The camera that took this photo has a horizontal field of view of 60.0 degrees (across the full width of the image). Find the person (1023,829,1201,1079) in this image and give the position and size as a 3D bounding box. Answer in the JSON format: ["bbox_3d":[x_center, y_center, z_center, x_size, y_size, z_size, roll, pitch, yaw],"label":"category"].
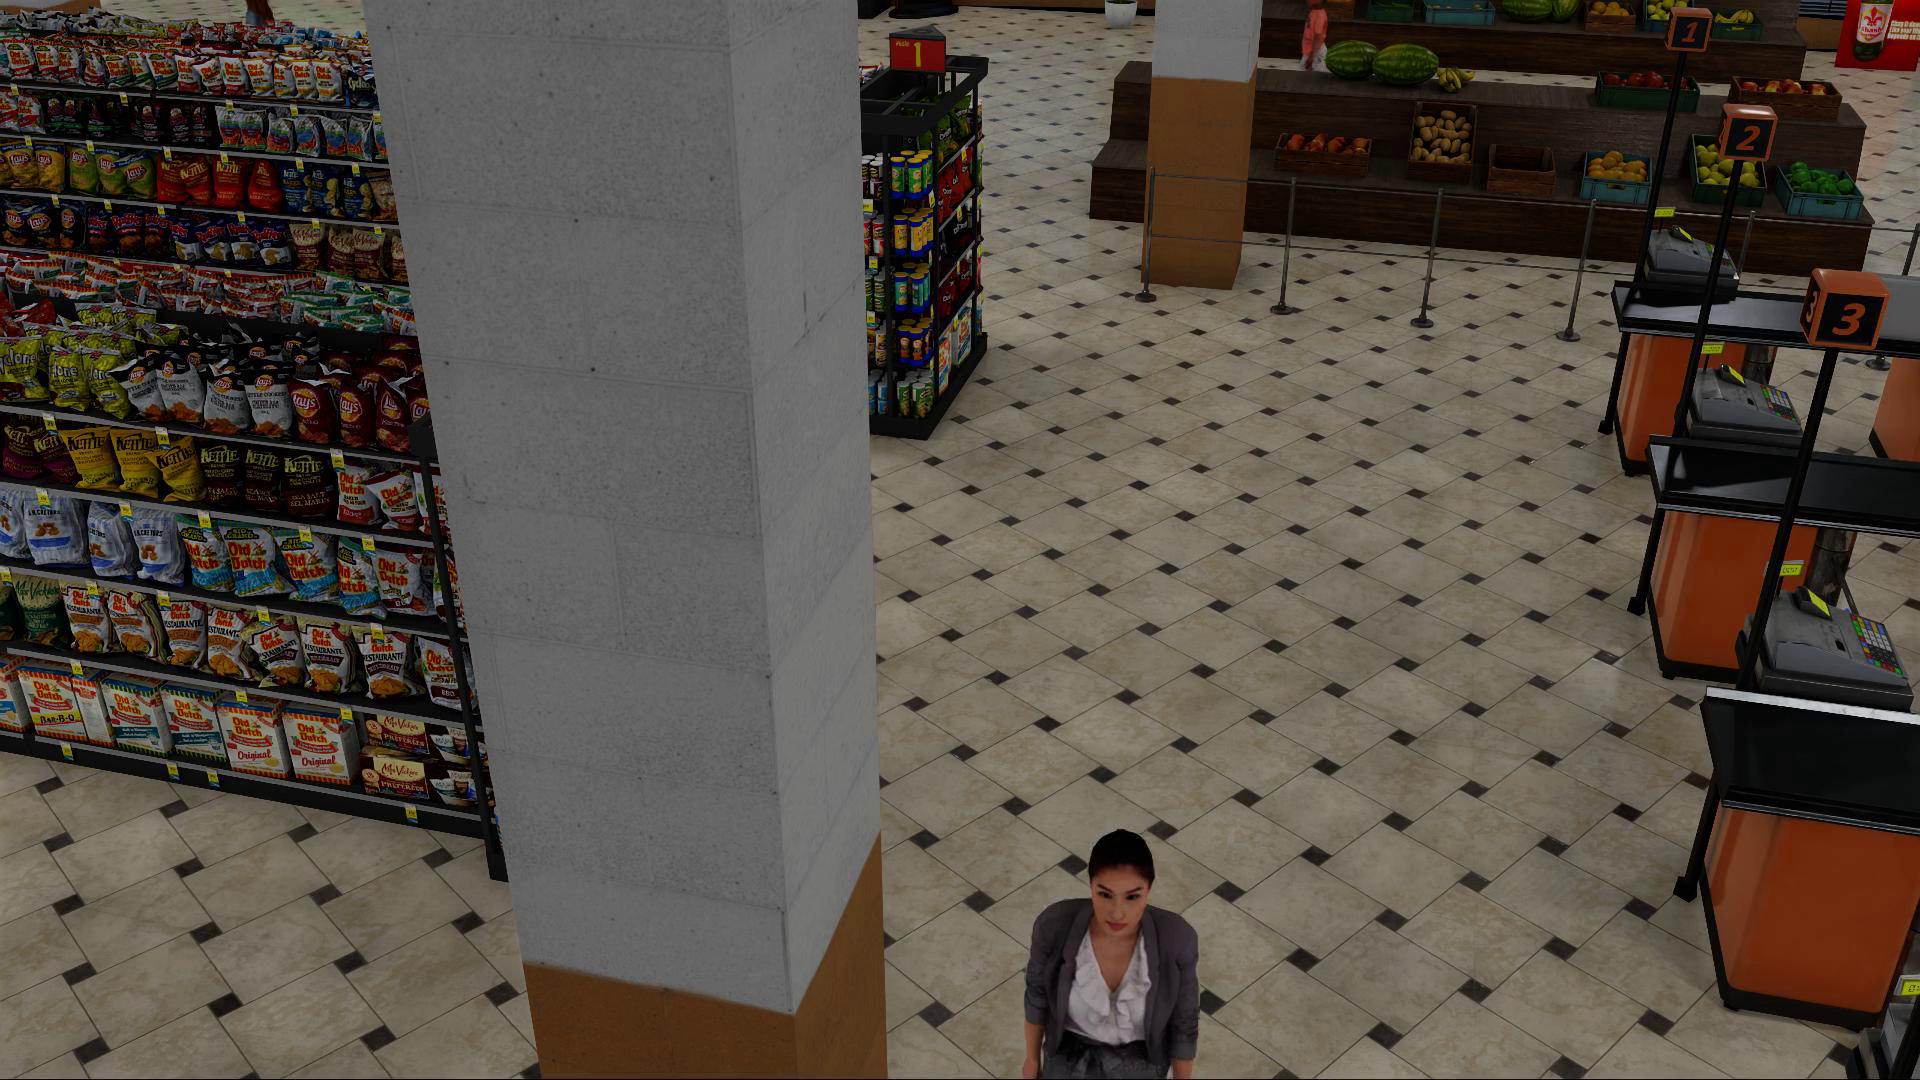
[{"bbox_3d":[0.417,1.450,4.719,0.567,1.666,0.728,3,29,5],"label":"person"}]
